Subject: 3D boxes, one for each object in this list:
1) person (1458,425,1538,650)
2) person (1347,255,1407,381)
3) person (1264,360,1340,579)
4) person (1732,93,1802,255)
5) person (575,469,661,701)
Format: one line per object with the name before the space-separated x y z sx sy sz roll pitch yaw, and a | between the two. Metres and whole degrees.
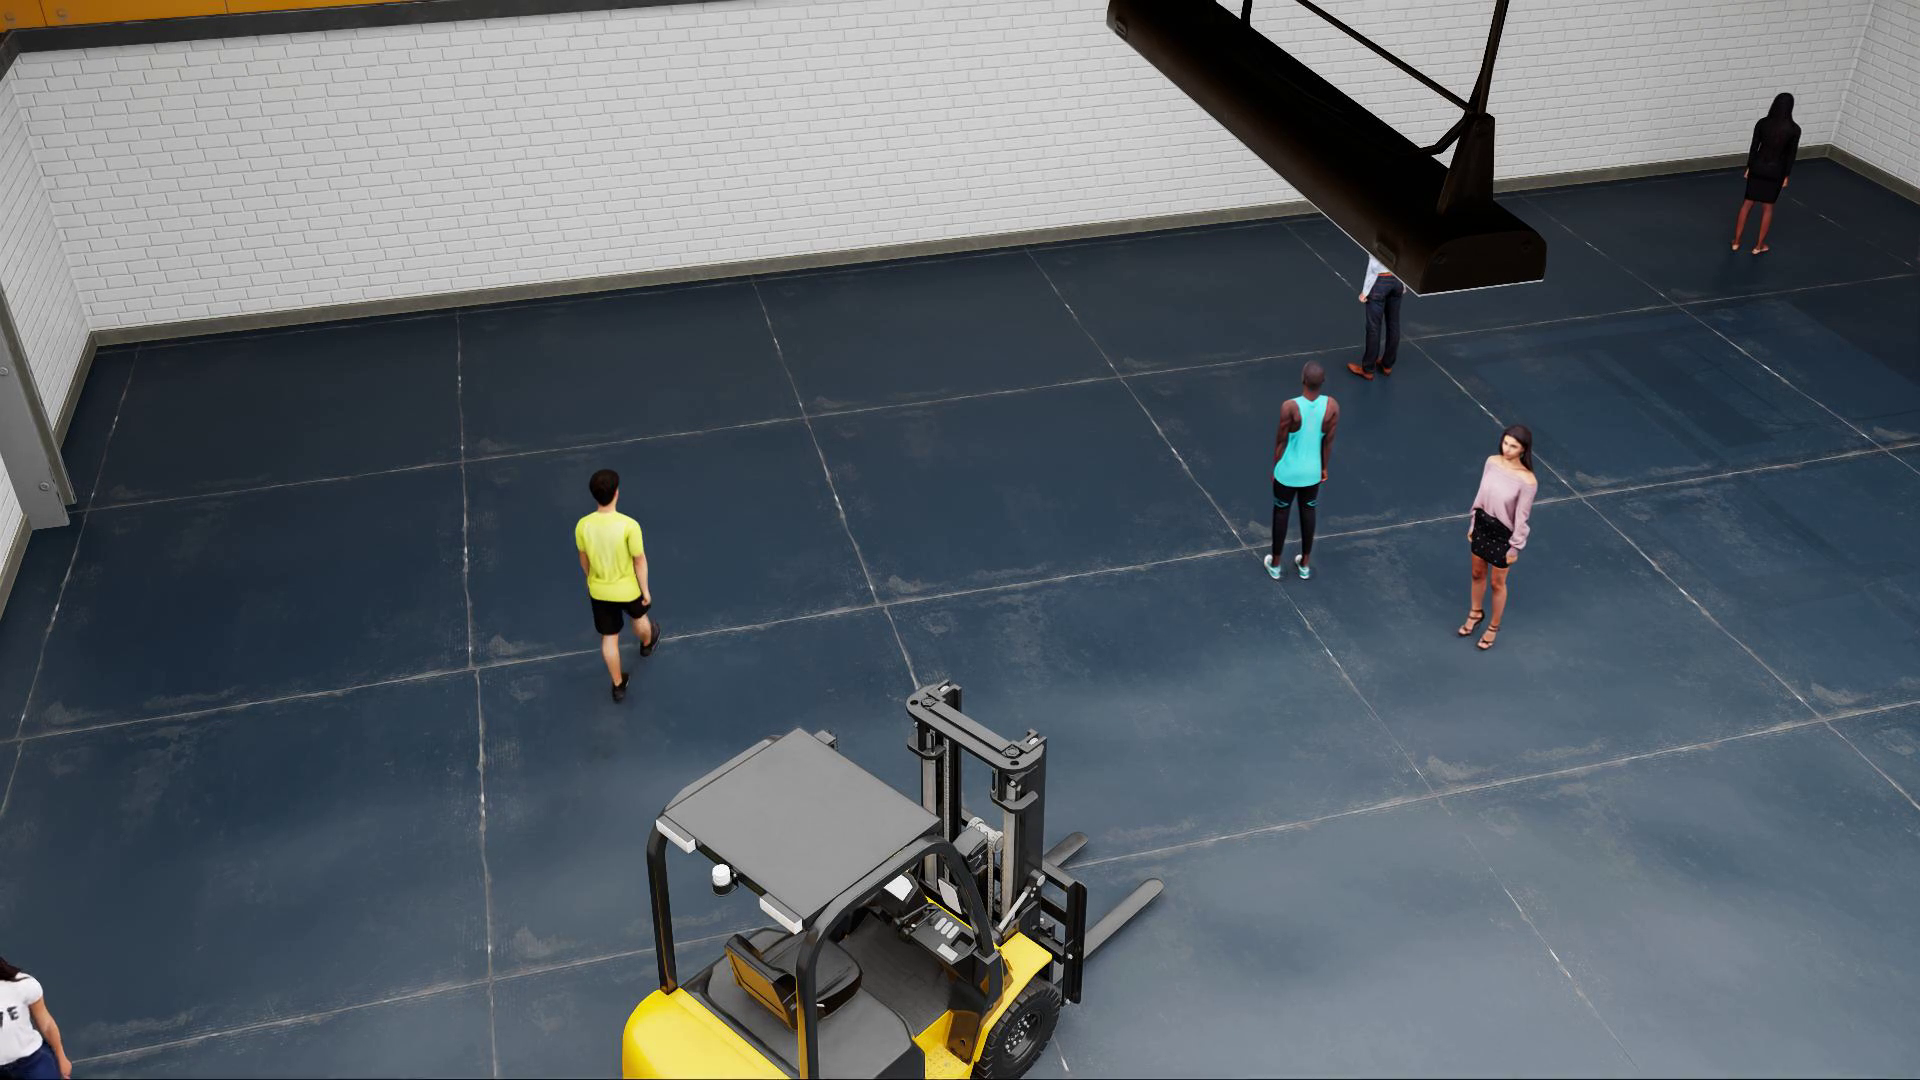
person | 3.788 -0.023 11.730 0.747 1.809 0.594 -20 39 -27
person | 3.890 -2.320 15.202 0.667 1.791 0.603 -13 36 -19
person | 2.544 -0.512 12.468 0.620 1.806 0.567 -4 34 -5
person | 8.553 -3.891 17.629 0.652 1.721 0.747 24 40 31
person | -2.352 0.351 11.282 0.841 1.682 1.061 2 34 3
